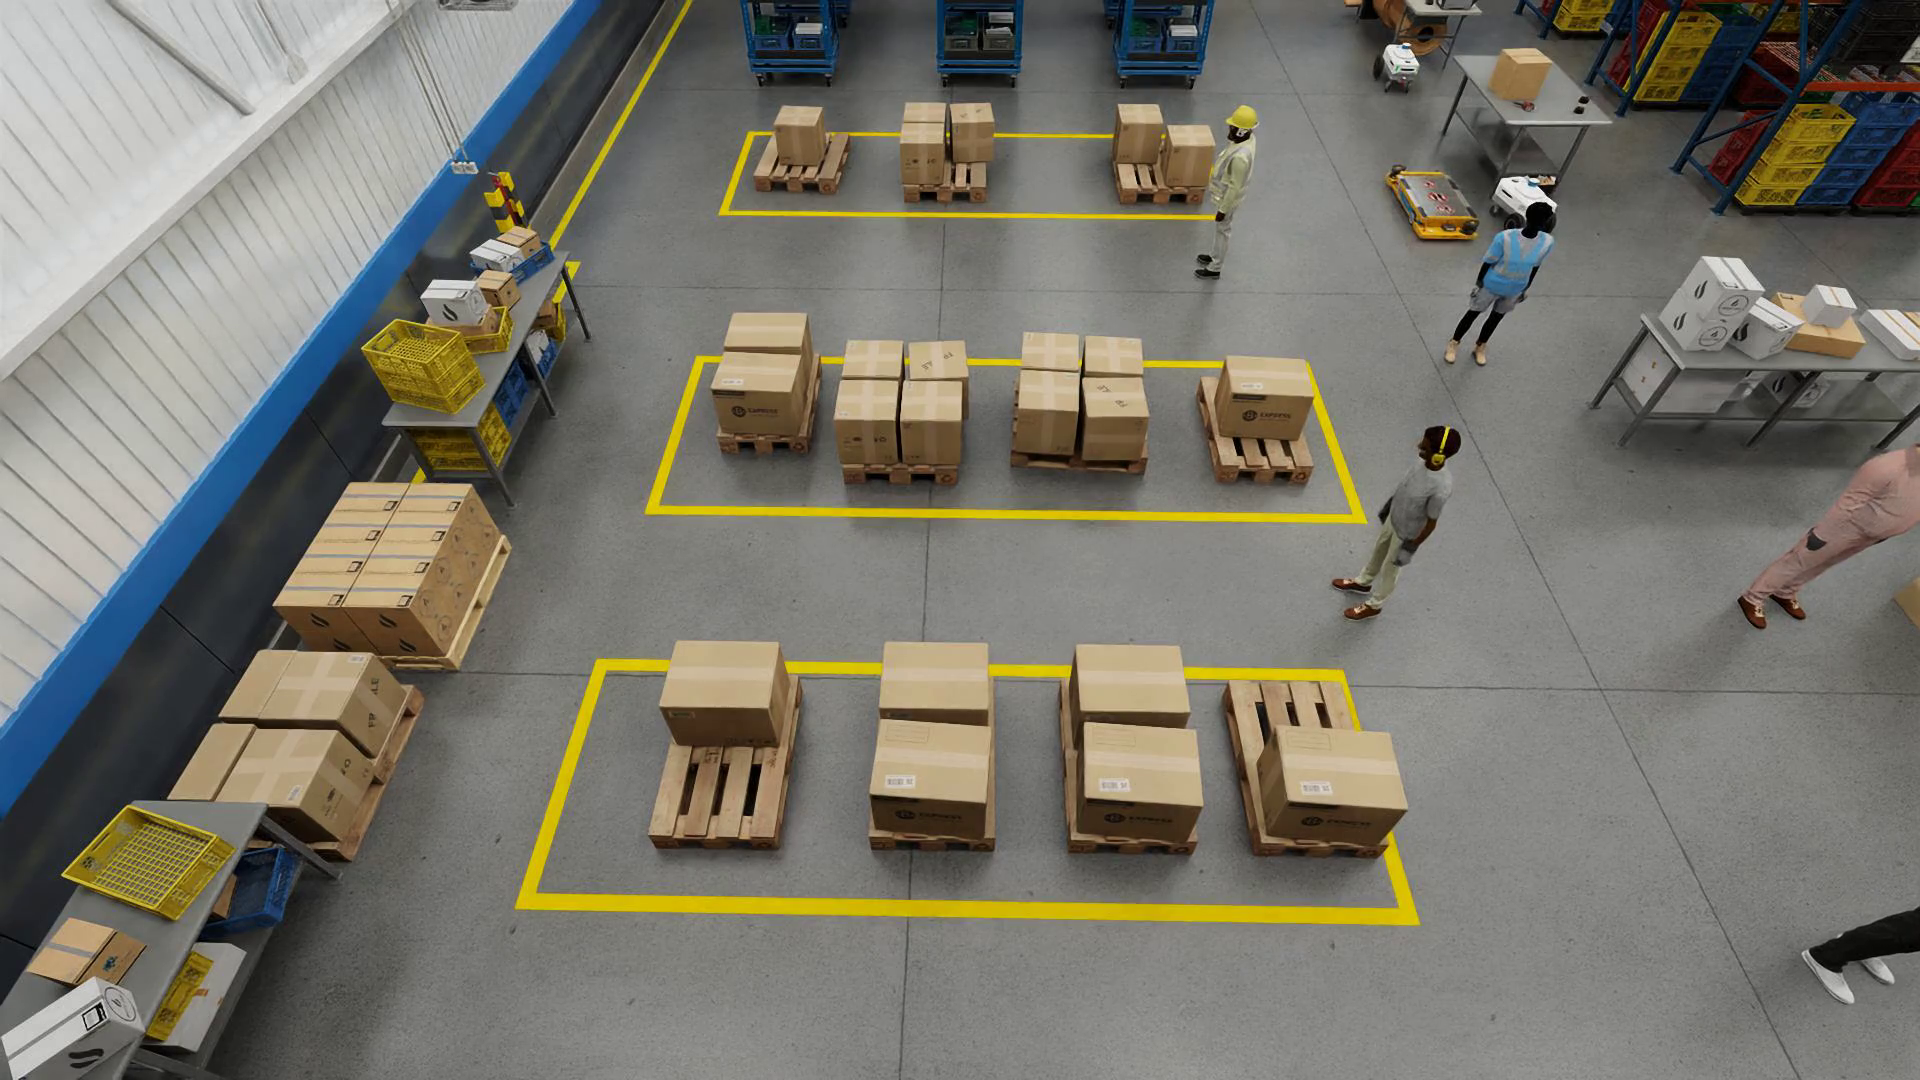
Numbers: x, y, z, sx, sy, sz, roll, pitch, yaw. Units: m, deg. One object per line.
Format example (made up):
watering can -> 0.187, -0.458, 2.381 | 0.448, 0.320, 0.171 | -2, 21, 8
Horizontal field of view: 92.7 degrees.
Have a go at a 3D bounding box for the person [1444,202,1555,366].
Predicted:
person -> 5.111, -2.392, 8.648 | 0.541, 1.696, 0.315 | 6, 49, 5

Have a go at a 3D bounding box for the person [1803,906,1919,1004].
person -> 5.285, 1.933, 4.771 | 0.584, 1.909, 0.391 | -13, 50, -11

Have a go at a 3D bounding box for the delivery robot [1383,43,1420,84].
delivery robot -> 6.377, -6.917, 13.256 | 0.477, 0.478, 0.707 | 3, 49, 2

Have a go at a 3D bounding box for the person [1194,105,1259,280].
person -> 2.800, -3.625, 9.627 | 0.403, 1.833, 0.586 | 13, 50, 11

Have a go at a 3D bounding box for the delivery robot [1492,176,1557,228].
delivery robot -> 6.601, -3.981, 10.715 | 0.477, 0.478, 0.707 | -9, 50, -8

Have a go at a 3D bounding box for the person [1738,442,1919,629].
person -> 6.374, -0.075, 6.511 | 0.638, 1.903, 0.408 | -9, 50, -8

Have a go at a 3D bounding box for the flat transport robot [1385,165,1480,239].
flat transport robot -> 5.692, -4.094, 11.059 | 0.652, 0.197, 1.431 | 1, 49, 1

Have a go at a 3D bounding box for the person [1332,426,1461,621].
person -> 3.142, -0.094, 6.554 | 0.333, 1.862, 0.520 | 2, 49, 2

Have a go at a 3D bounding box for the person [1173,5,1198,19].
person -> 3.770, -9.195, 14.617 | 0.552, 1.575, 0.925 | 5, 49, 4
